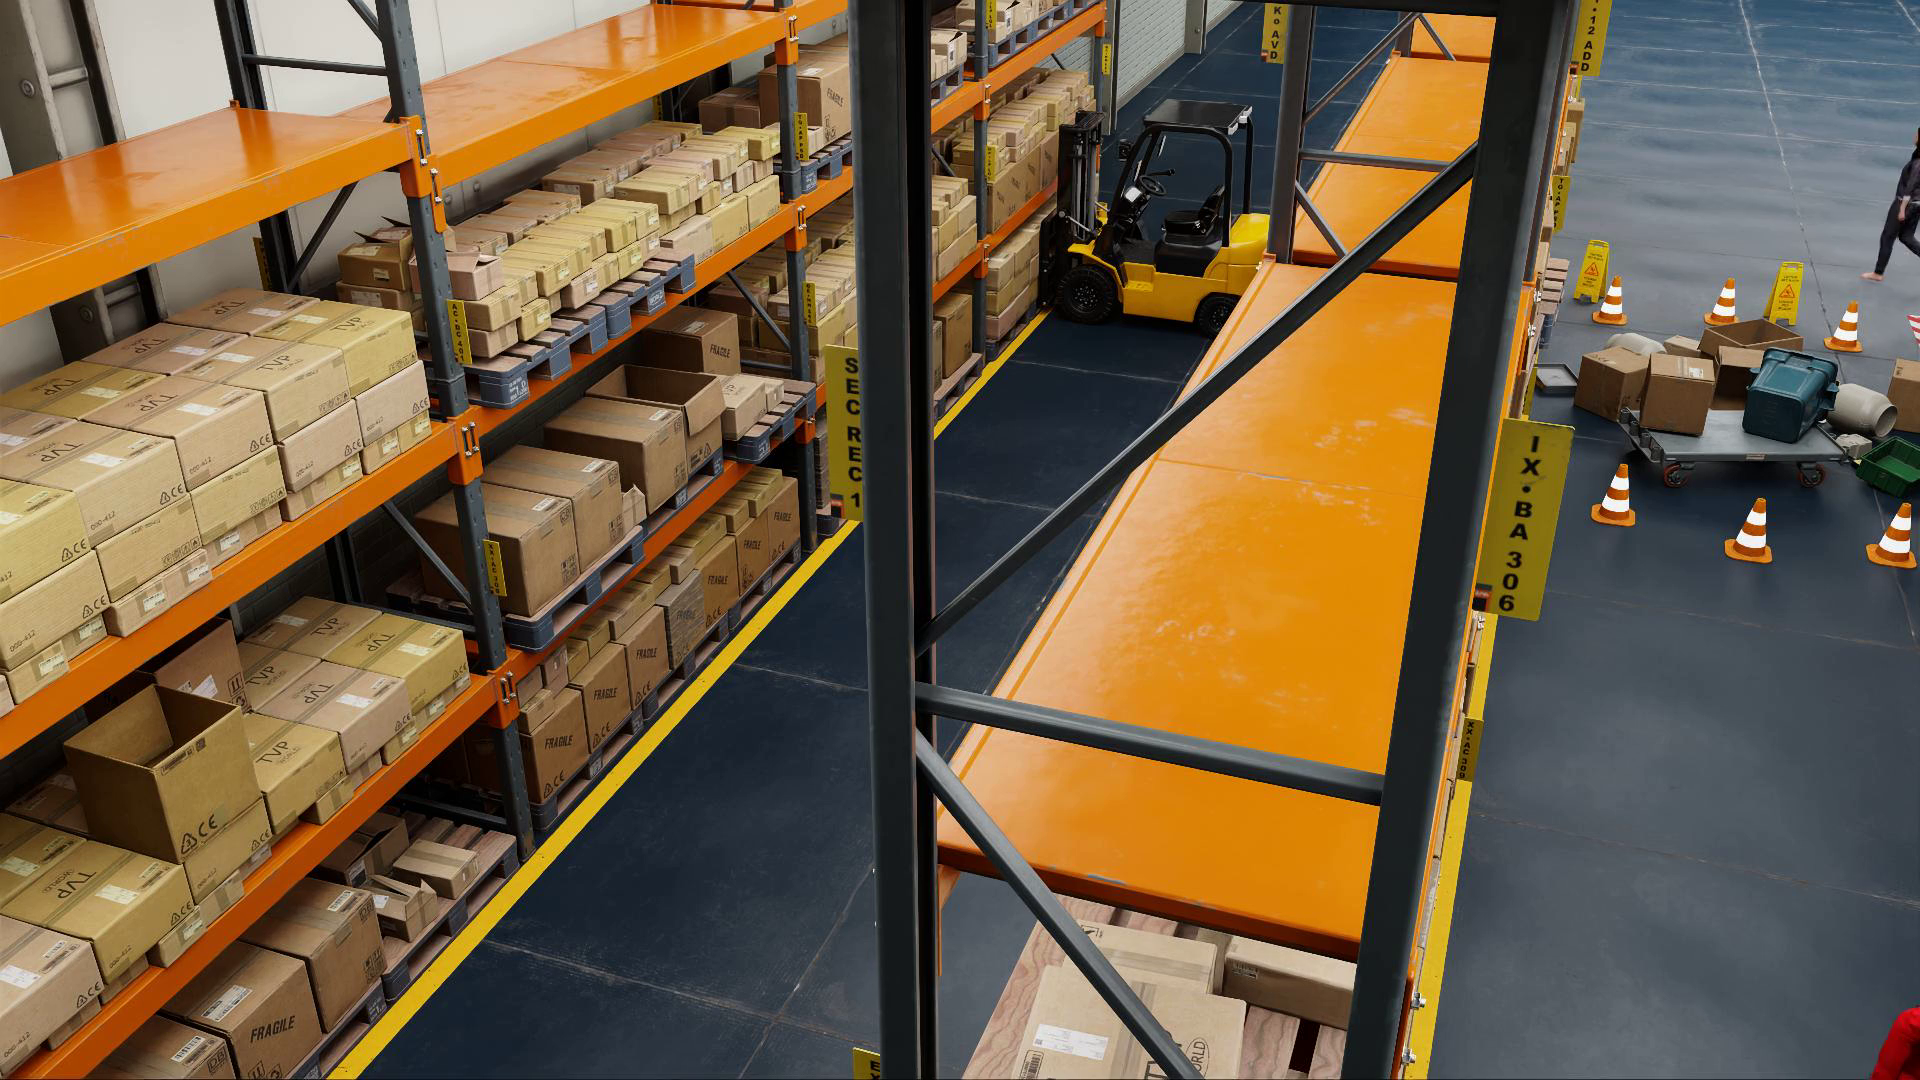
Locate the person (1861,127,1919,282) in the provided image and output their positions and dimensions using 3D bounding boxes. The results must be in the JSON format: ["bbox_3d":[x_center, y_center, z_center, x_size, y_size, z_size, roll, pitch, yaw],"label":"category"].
[{"bbox_3d":[10.393,-3.598,18.069,1.000,1.743,0.971,-21,34,-33],"label":"person"}]
